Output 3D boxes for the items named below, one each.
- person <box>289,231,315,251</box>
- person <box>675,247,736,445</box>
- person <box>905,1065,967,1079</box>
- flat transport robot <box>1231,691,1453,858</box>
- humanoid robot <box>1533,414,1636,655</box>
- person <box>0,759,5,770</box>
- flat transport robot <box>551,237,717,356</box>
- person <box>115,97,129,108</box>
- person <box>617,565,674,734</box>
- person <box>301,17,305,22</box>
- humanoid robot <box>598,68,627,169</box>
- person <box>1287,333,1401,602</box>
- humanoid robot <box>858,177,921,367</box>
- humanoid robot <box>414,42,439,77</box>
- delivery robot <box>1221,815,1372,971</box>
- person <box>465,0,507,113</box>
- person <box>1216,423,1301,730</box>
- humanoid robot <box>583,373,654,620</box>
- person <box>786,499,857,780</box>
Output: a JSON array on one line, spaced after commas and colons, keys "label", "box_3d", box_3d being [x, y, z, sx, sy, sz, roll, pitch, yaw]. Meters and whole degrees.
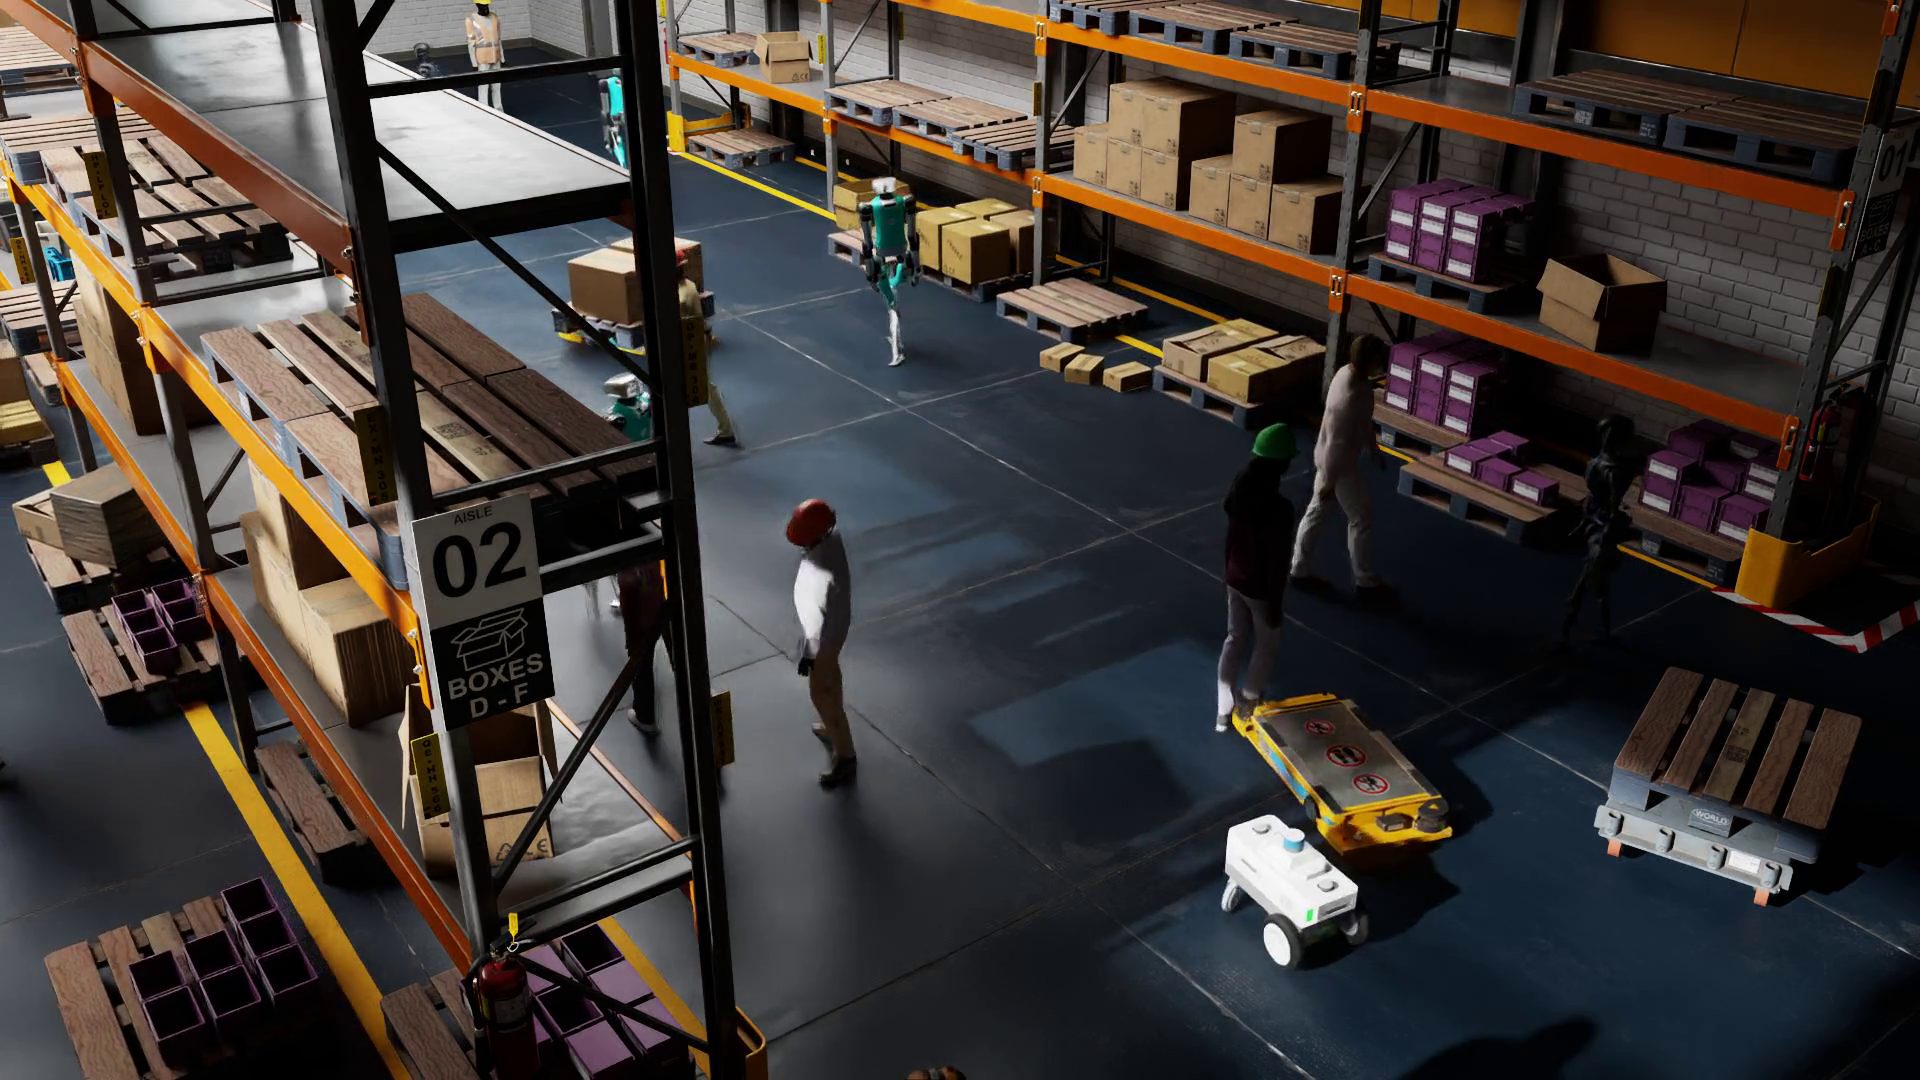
[{"label": "person", "box_3d": [-6.091, -2.503, 15.458, 0.277, 1.628, 0.503, 1, 27, 1]}, {"label": "person", "box_3d": [-2.281, -1.540, 13.455, 0.912, 1.693, 0.587, 2, 27, 4]}, {"label": "person", "box_3d": [-0.057, 2.425, 5.415, 0.429, 1.840, 0.630, -15, 30, -27]}, {"label": "flat transport robot", "box_3d": [2.136, 1.274, 9.454, 0.659, 0.231, 1.431, -8, 28, -15]}, {"label": "humanoid robot", "box_3d": [4.028, -0.029, 10.496, 0.570, 1.638, 0.603, 4, 27, 9]}, {"label": "person", "box_3d": [-5.754, 0.472, 9.288, 0.698, 1.861, 0.685, 9, 28, 18]}, {"label": "flat transport robot", "box_3d": [-3.095, -1.983, 15.931, 1.431, 0.231, 0.659, 15, 31, 28]}, {"label": "person", "box_3d": [-9.920, -4.771, 19.574, 0.645, 1.974, 0.572, -4, 27, -7]}, {"label": "person", "box_3d": [-1.700, 0.399, 9.469, 0.519, 1.821, 0.823, -18, 32, -32]}, {"label": "person", "box_3d": [-9.090, -6.452, 23.215, 0.936, 1.696, 0.770, 13, 29, 24]}, {"label": "humanoid robot", "box_3d": [-3.924, -4.664, 19.752, 0.542, 1.905, 0.714, -11, 29, -21]}, {"label": "person", "box_3d": [2.681, -0.483, 11.130, 0.882, 1.896, 0.615, 5, 27, 10]}, {"label": "humanoid robot", "box_3d": [-0.694, -2.550, 15.424, 0.577, 1.768, 0.838, -7, 28, -14]}, {"label": "humanoid robot", "box_3d": [-6.845, -5.607, 21.573, 0.313, 1.655, 0.605, -4, 27, -7]}, {"label": "delivery robot", "box_3d": [1.637, 1.715, 8.249, 0.525, 0.587, 0.754, -13, 30, -25]}, {"label": "person", "box_3d": [-6.770, -6.907, 23.881, 0.363, 1.926, 0.592, 18, 32, 32]}, {"label": "person", "box_3d": [1.726, 0.242, 9.651, 0.463, 1.936, 0.520, -16, 31, -29]}, {"label": "humanoid robot", "box_3d": [-2.316, -0.224, 10.906, 0.759, 1.878, 0.531, 10, 28, 19]}, {"label": "person", "box_3d": [-0.769, 0.505, 9.382, 0.336, 1.707, 0.653, 1, 27, 2]}]
